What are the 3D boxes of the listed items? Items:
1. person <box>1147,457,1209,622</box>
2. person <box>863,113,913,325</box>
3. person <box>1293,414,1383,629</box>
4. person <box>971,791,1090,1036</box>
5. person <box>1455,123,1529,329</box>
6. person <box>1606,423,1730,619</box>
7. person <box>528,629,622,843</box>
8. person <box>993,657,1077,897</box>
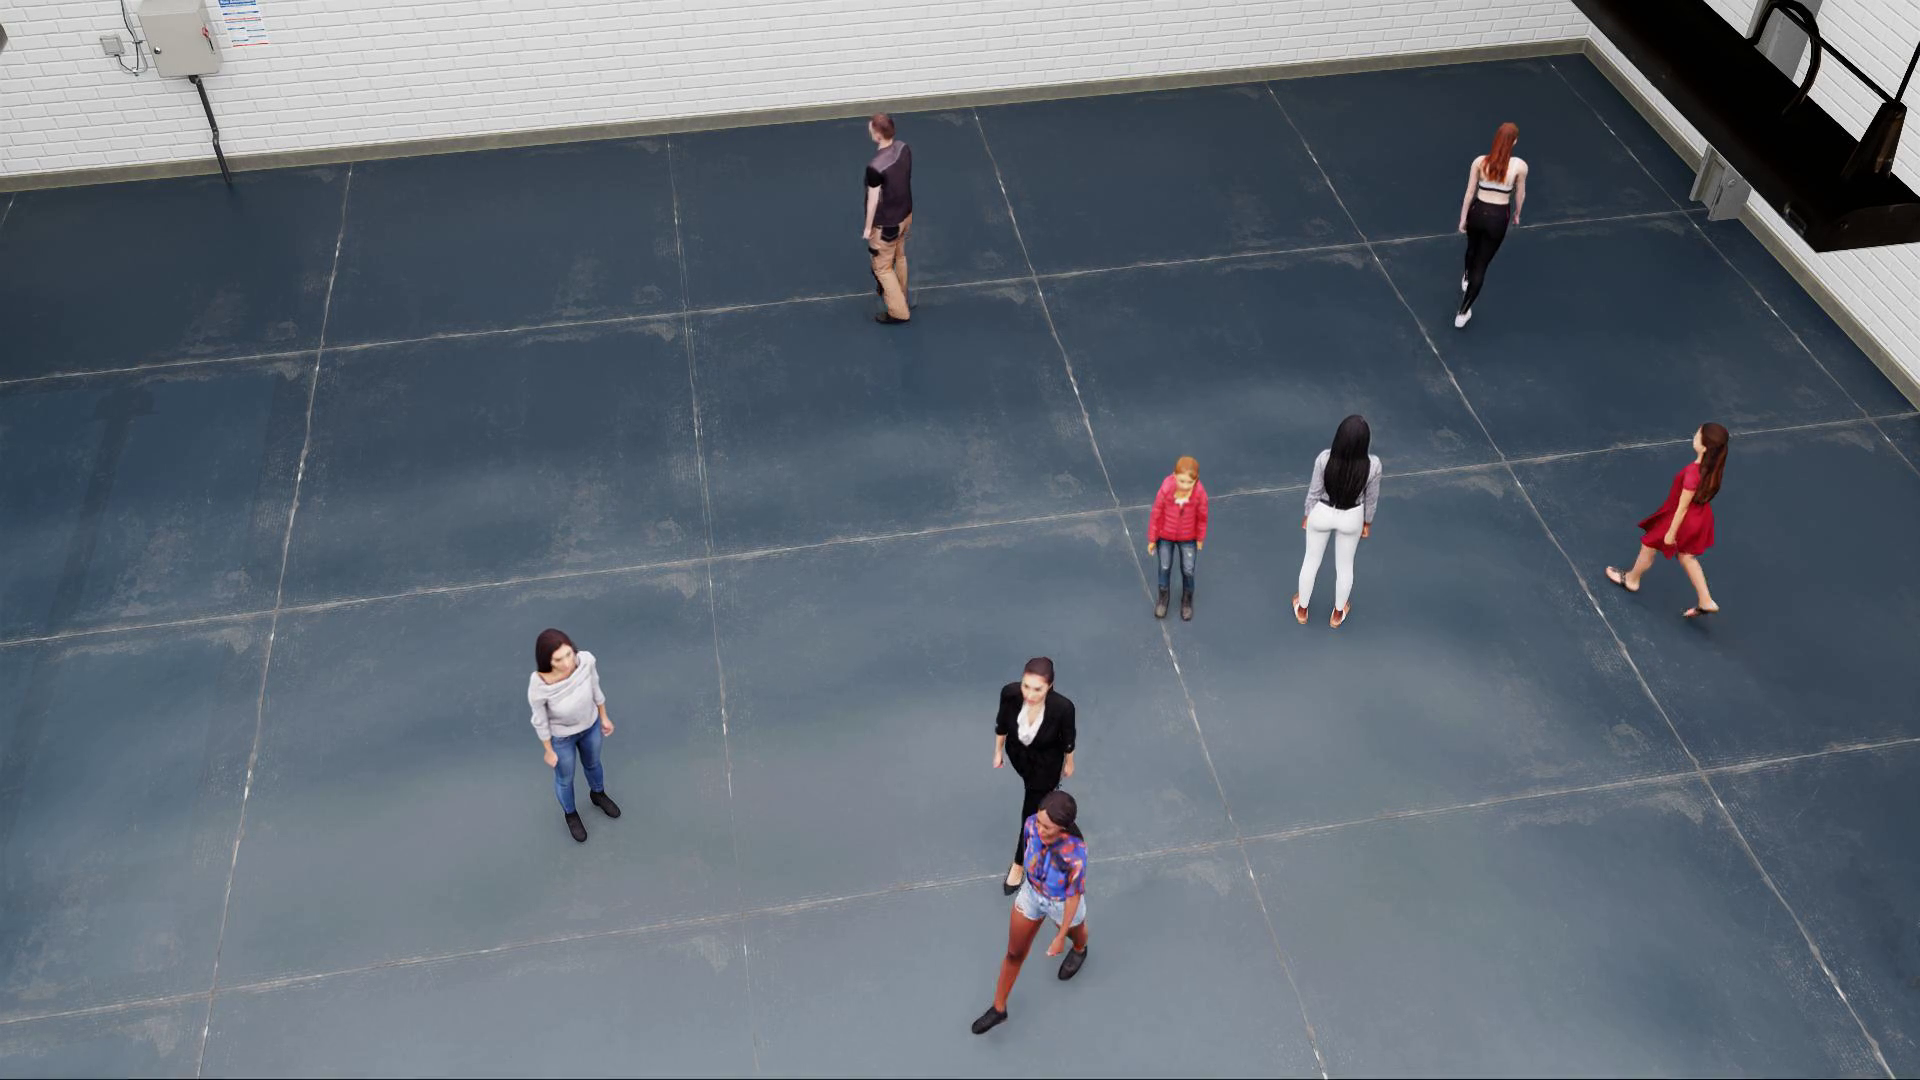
[{"bbox_3d":[1.440,-0.059,11.045,0.612,1.313,0.647,8,44,8],"label":"person"},{"bbox_3d":[-0.553,-2.575,13.309,0.948,1.833,0.884,29,51,27],"label":"person"},{"bbox_3d":[2.444,-0.127,10.820,0.662,1.724,0.624,8,44,8],"label":"person"},{"bbox_3d":[0.553,1.866,8.750,1.095,1.692,1.113,29,51,27],"label":"person"},{"bbox_3d":[4.193,-2.475,13.294,0.967,1.710,1.105,20,47,20],"label":"person"},{"bbox_3d":[4.828,-0.098,10.931,0.866,1.527,1.079,-29,51,-27],"label":"person"},{"bbox_3d":[-2.245,1.099,9.599,0.676,1.633,0.693,-34,53,-30],"label":"person"},{"bbox_3d":[0.457,1.199,9.503,1.019,1.619,1.154,19,47,19],"label":"person"}]
